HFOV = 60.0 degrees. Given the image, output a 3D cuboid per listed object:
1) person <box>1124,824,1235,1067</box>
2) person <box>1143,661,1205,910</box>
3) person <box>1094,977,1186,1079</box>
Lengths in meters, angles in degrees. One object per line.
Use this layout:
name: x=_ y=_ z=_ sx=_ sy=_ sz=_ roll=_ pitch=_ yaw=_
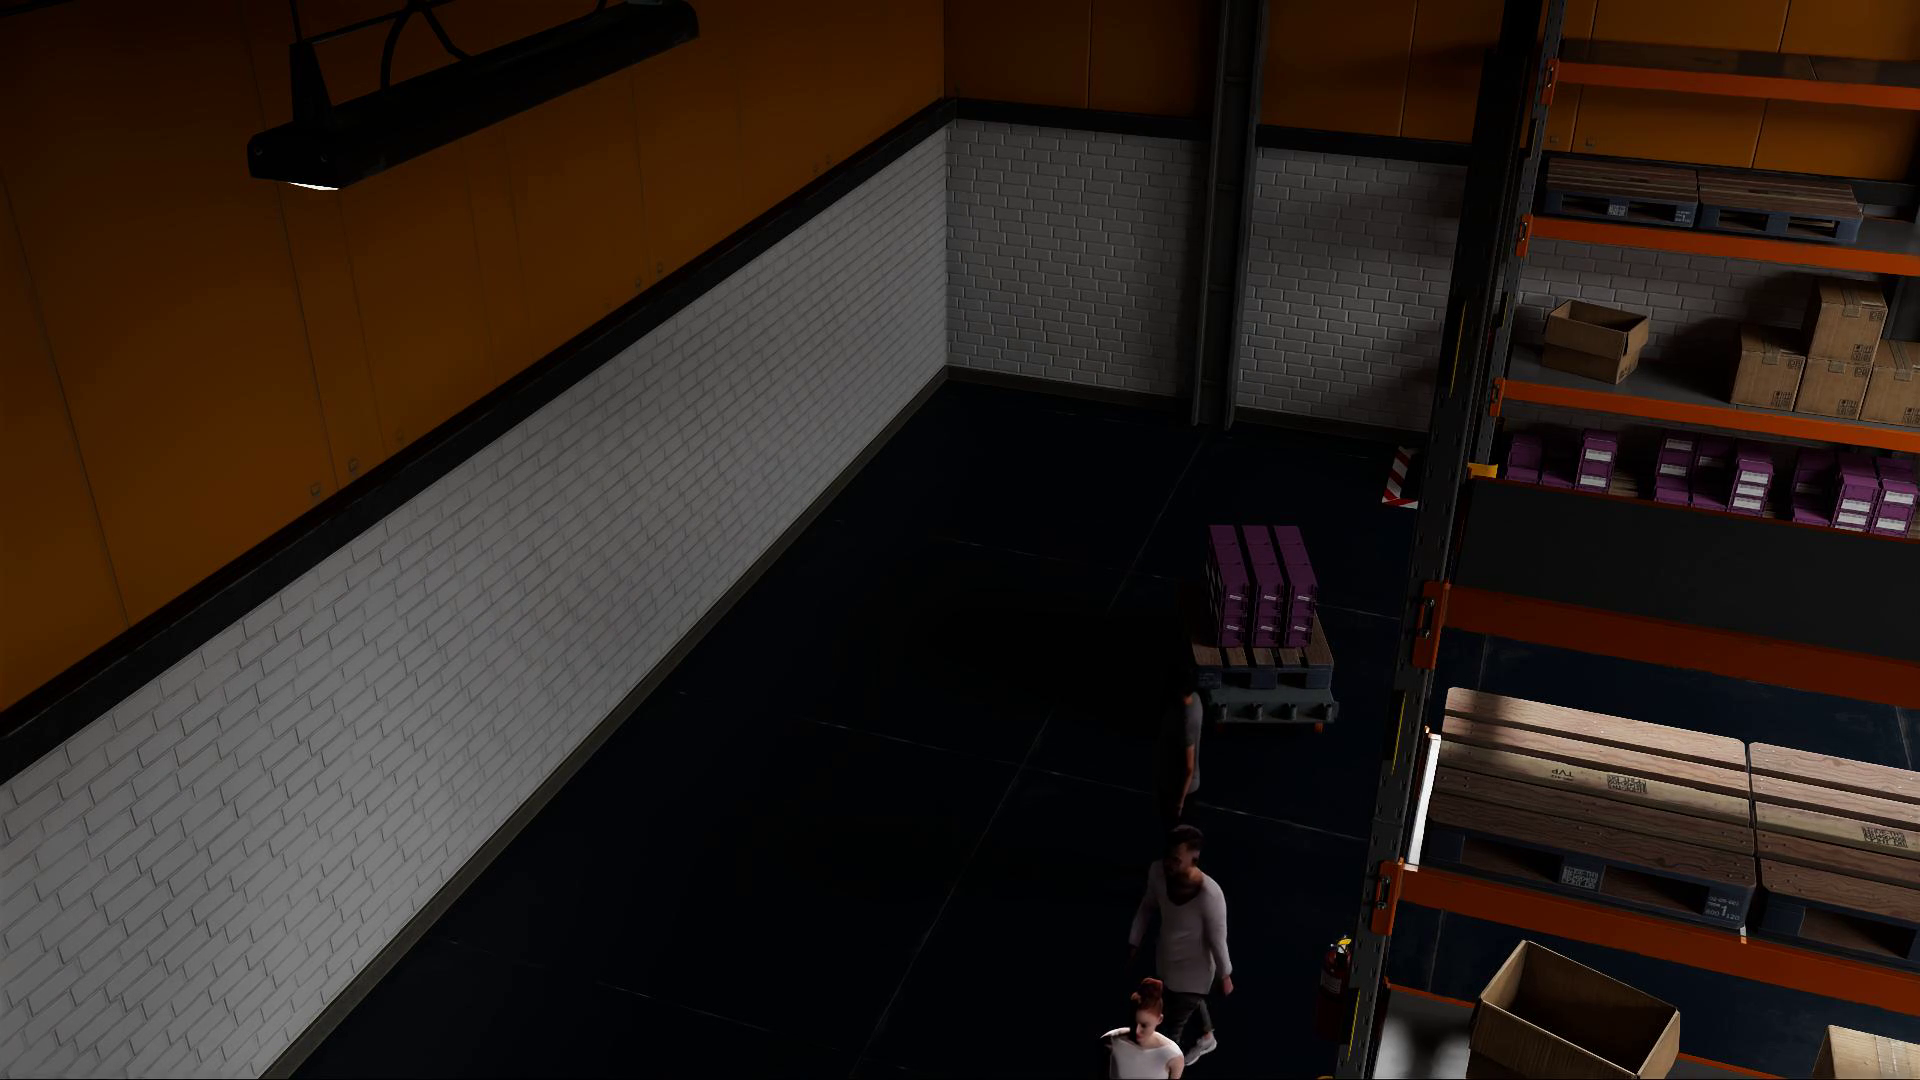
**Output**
person: x=1.259 y=2.241 z=8.948 sx=1.171 sy=1.787 sz=1.206 roll=-19 pitch=34 yaw=-31
person: x=1.359 y=1.496 z=10.348 sx=0.623 sy=1.754 sz=0.674 roll=2 pitch=29 yaw=4
person: x=0.833 y=2.800 z=7.917 sx=0.411 sy=1.793 sz=0.630 roll=9 pitch=30 yaw=16
